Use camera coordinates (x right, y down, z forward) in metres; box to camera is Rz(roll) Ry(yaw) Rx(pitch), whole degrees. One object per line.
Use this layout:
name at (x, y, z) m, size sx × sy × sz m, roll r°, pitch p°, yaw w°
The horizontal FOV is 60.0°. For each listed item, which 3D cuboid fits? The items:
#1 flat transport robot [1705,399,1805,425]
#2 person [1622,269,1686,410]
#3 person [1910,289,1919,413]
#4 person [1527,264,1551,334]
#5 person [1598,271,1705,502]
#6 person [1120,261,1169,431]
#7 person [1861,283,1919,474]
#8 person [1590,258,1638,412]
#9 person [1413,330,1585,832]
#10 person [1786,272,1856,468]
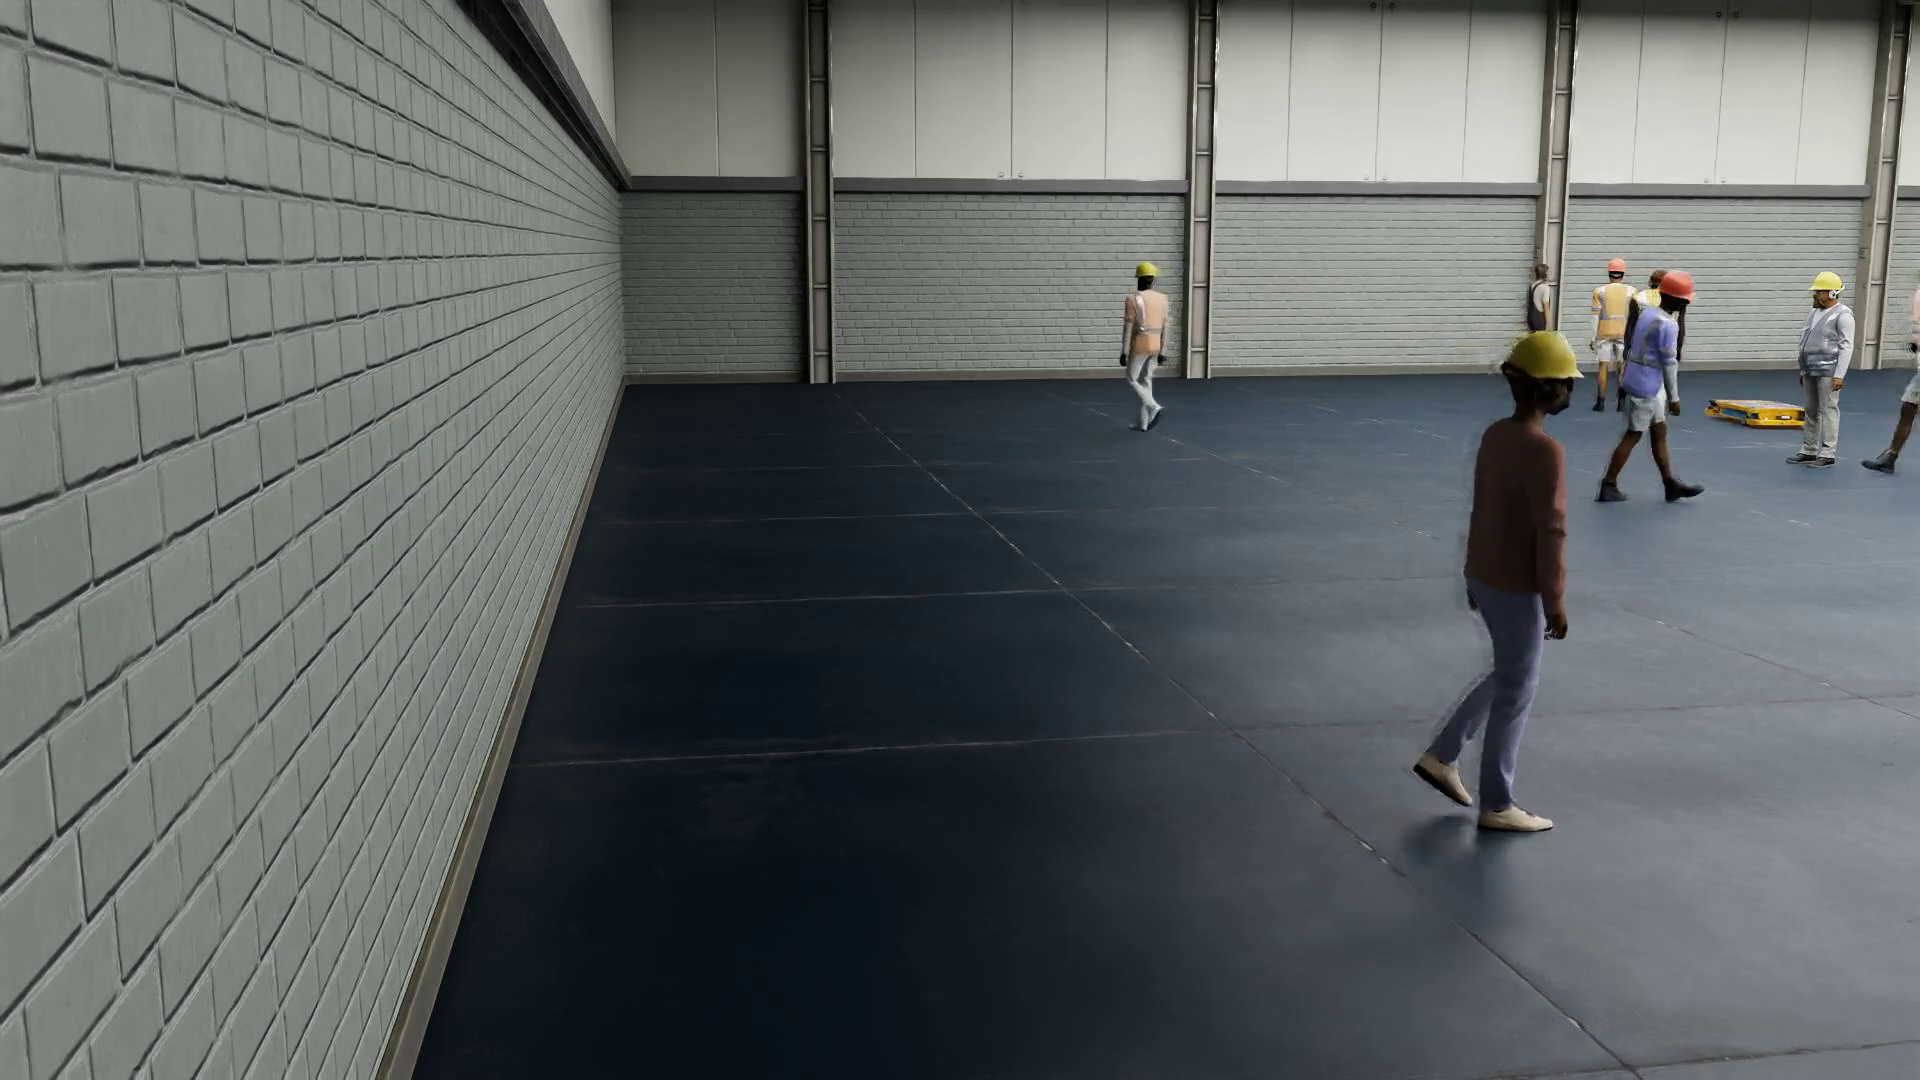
flat transport robot at (9.415, -1.505, 19.599) m, size 0.652 × 0.197 × 1.431 m, roll 0°, pitch 10°, yaw 1°
person at (8.040, -2.220, 19.287) m, size 0.685 × 1.810 × 0.444 m, roll 1°, pitch 10°, yaw 5°
person at (12.120, -2.477, 20.719) m, size 0.452 × 1.824 × 0.648 m, roll -1°, pitch 10°, yaw -3°
person at (8.984, -3.384, 25.920) m, size 0.633 × 1.831 × 0.535 m, roll -2°, pitch 10°, yaw -10°
person at (5.563, -1.204, 13.272) m, size 0.837 × 1.867 × 0.614 m, roll 2°, pitch 10°, yaw 11°
person at (2.074, -2.145, 18.571) m, size 0.615 × 1.910 × 0.566 m, roll -7°, pitch 12°, yaw -36°
person at (8.626, -1.501, 14.881) m, size 0.927 × 1.895 × 0.562 m, roll -1°, pitch 10°, yaw -6°
person at (8.260, -2.591, 21.053) m, size 0.546 × 1.939 × 0.375 m, roll 3°, pitch 10°, yaw 15°
person at (1.921, 0.155, 5.772) m, size 0.404 × 1.756 × 0.530 m, roll 0°, pitch 10°, yaw -2°
person at (8.076, -1.591, 15.601) m, size 0.404 × 1.830 × 0.600 m, roll -1°, pitch 10°, yaw -6°
